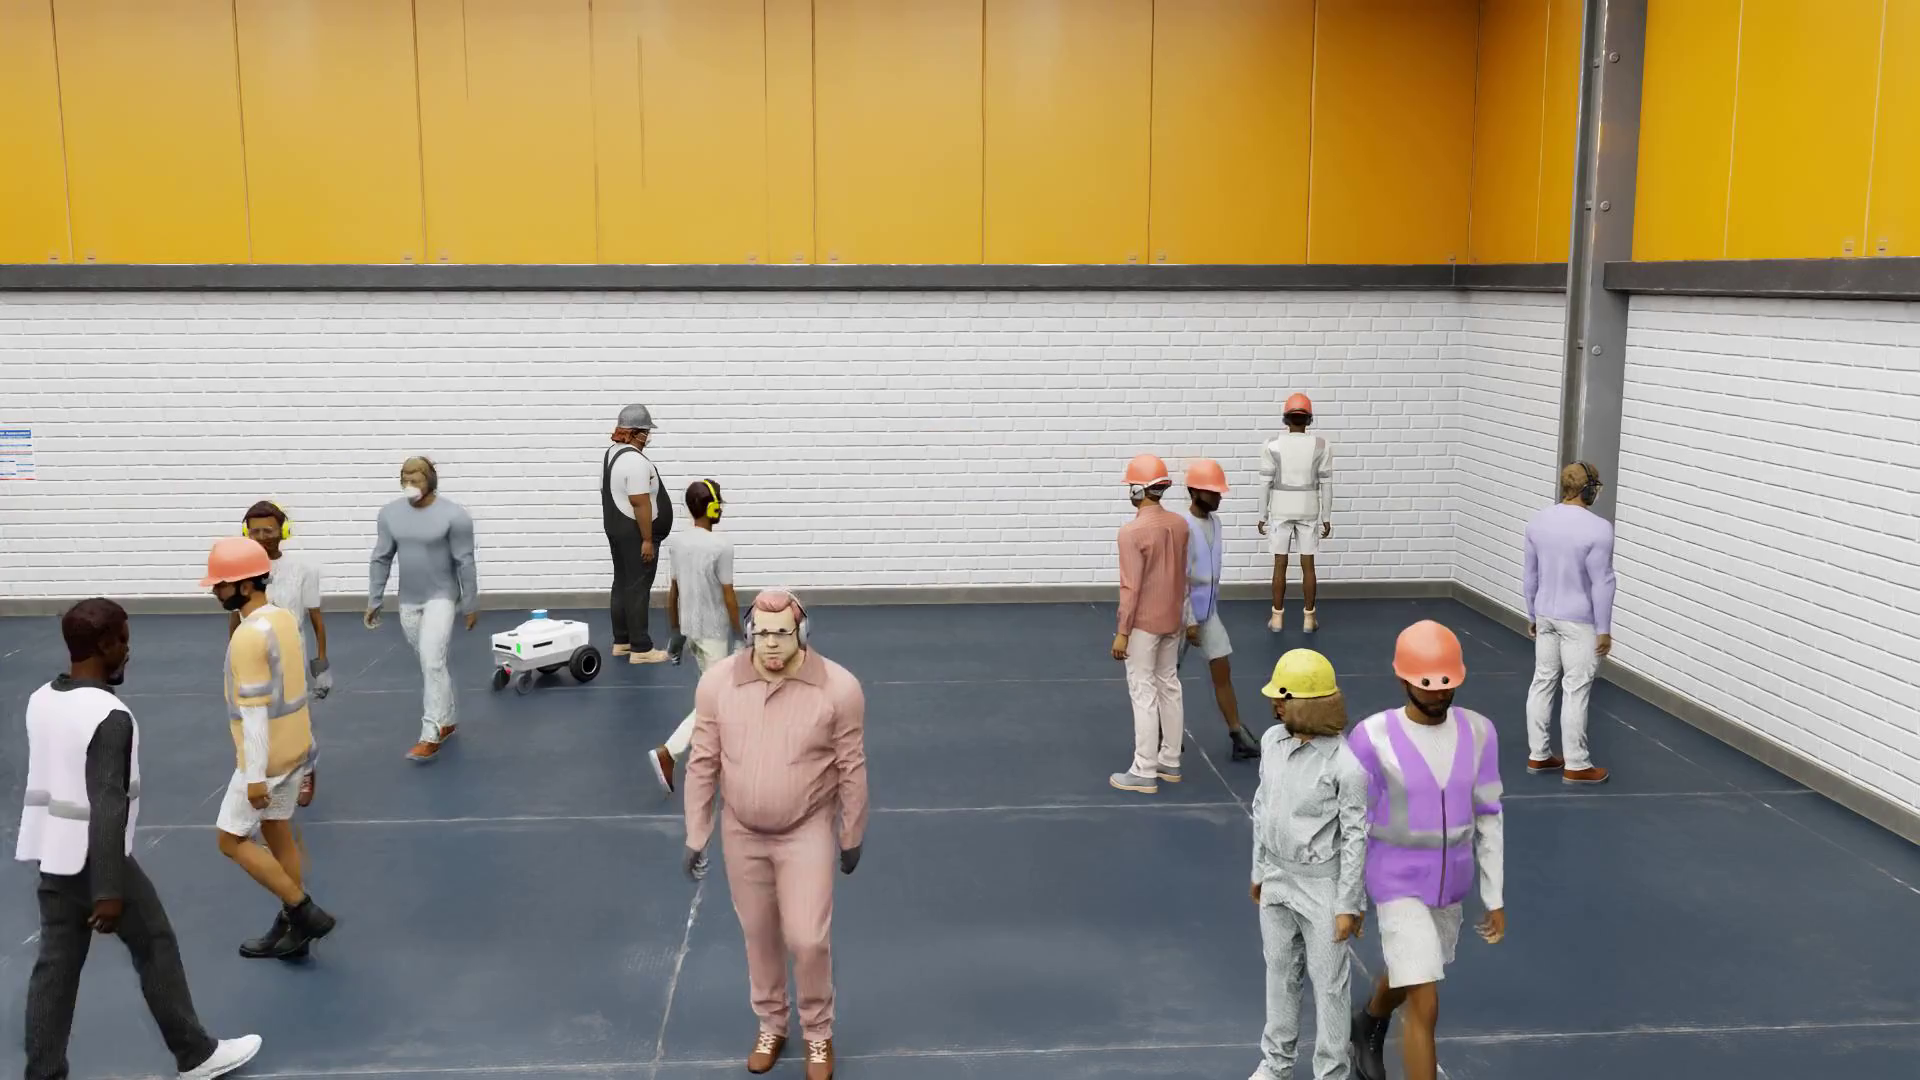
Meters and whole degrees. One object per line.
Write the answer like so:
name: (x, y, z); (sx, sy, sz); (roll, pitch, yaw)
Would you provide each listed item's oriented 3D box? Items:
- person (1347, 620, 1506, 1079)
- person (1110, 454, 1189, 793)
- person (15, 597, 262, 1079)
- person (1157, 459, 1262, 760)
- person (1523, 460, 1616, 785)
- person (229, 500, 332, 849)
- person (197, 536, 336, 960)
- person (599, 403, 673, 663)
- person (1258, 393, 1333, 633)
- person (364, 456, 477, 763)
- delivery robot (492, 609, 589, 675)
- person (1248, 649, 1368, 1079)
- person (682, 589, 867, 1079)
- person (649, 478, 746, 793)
person: (1.588, 1.175, 5.870); (0.549, 1.891, 0.996); (-2, 9, -15)
person: (1.103, 0.486, 9.808); (0.395, 1.993, 0.614); (8, 12, 42)
person: (-3.050, 1.139, 6.067); (0.616, 1.873, 0.908); (6, 11, 35)
person: (1.523, 0.448, 10.345); (0.550, 1.888, 0.965); (-8, 12, -42)
person: (3.649, 0.487, 9.977); (0.379, 1.940, 0.629); (-5, 10, -26)
person: (-3.723, 0.676, 9.110); (0.522, 1.847, 0.840); (-2, 9, -14)
person: (-3.049, 0.927, 7.265); (0.402, 1.920, 0.555); (0, 9, 0)
person: (-2.530, -0.065, 13.124); (0.536, 2.000, 0.688); (-6, 11, -32)
person: (2.848, -0.229, 14.151); (0.616, 2.039, 0.386); (1, 9, 9)
person: (-3.424, 0.429, 10.470); (0.655, 1.903, 0.910); (3, 9, 17)
delivery robot: (-3.099, 0.759, 12.308); (0.477, 0.478, 0.707); (7, 11, 36)
person: (1.210, 1.234, 5.907); (0.313, 1.740, 0.487); (-6, 11, -34)
person: (-0.700, 1.112, 6.231); (0.664, 1.889, 0.550); (2, 9, 10)
person: (-1.532, 0.560, 9.812); (0.524, 1.851, 0.784); (8, 12, 41)
